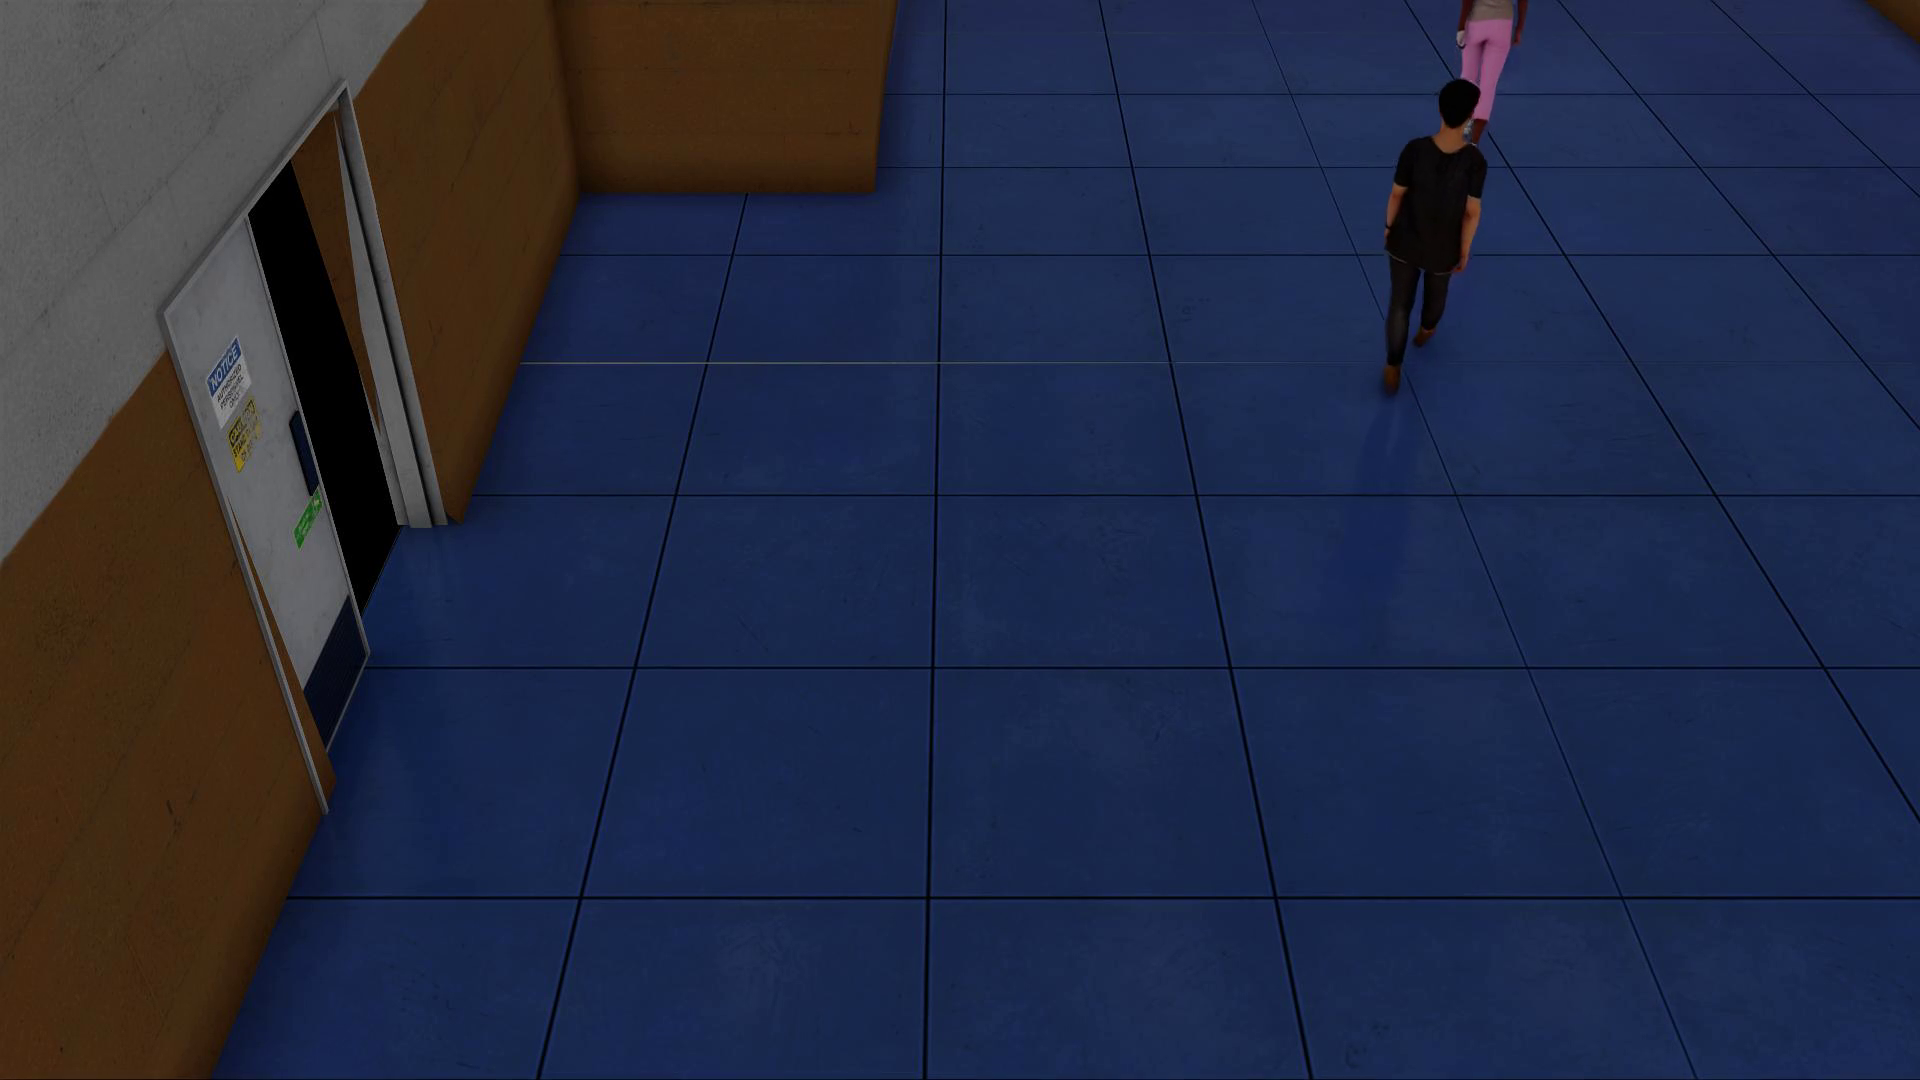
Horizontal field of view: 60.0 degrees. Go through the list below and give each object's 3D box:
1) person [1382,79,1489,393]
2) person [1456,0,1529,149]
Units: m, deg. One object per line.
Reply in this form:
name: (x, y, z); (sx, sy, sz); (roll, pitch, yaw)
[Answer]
person: (2.490, -1.575, 8.912); (1.047, 1.676, 0.920); (11, 38, 15)
person: (3.600, -3.417, 11.343); (1.170, 1.704, 0.889); (11, 38, 14)
